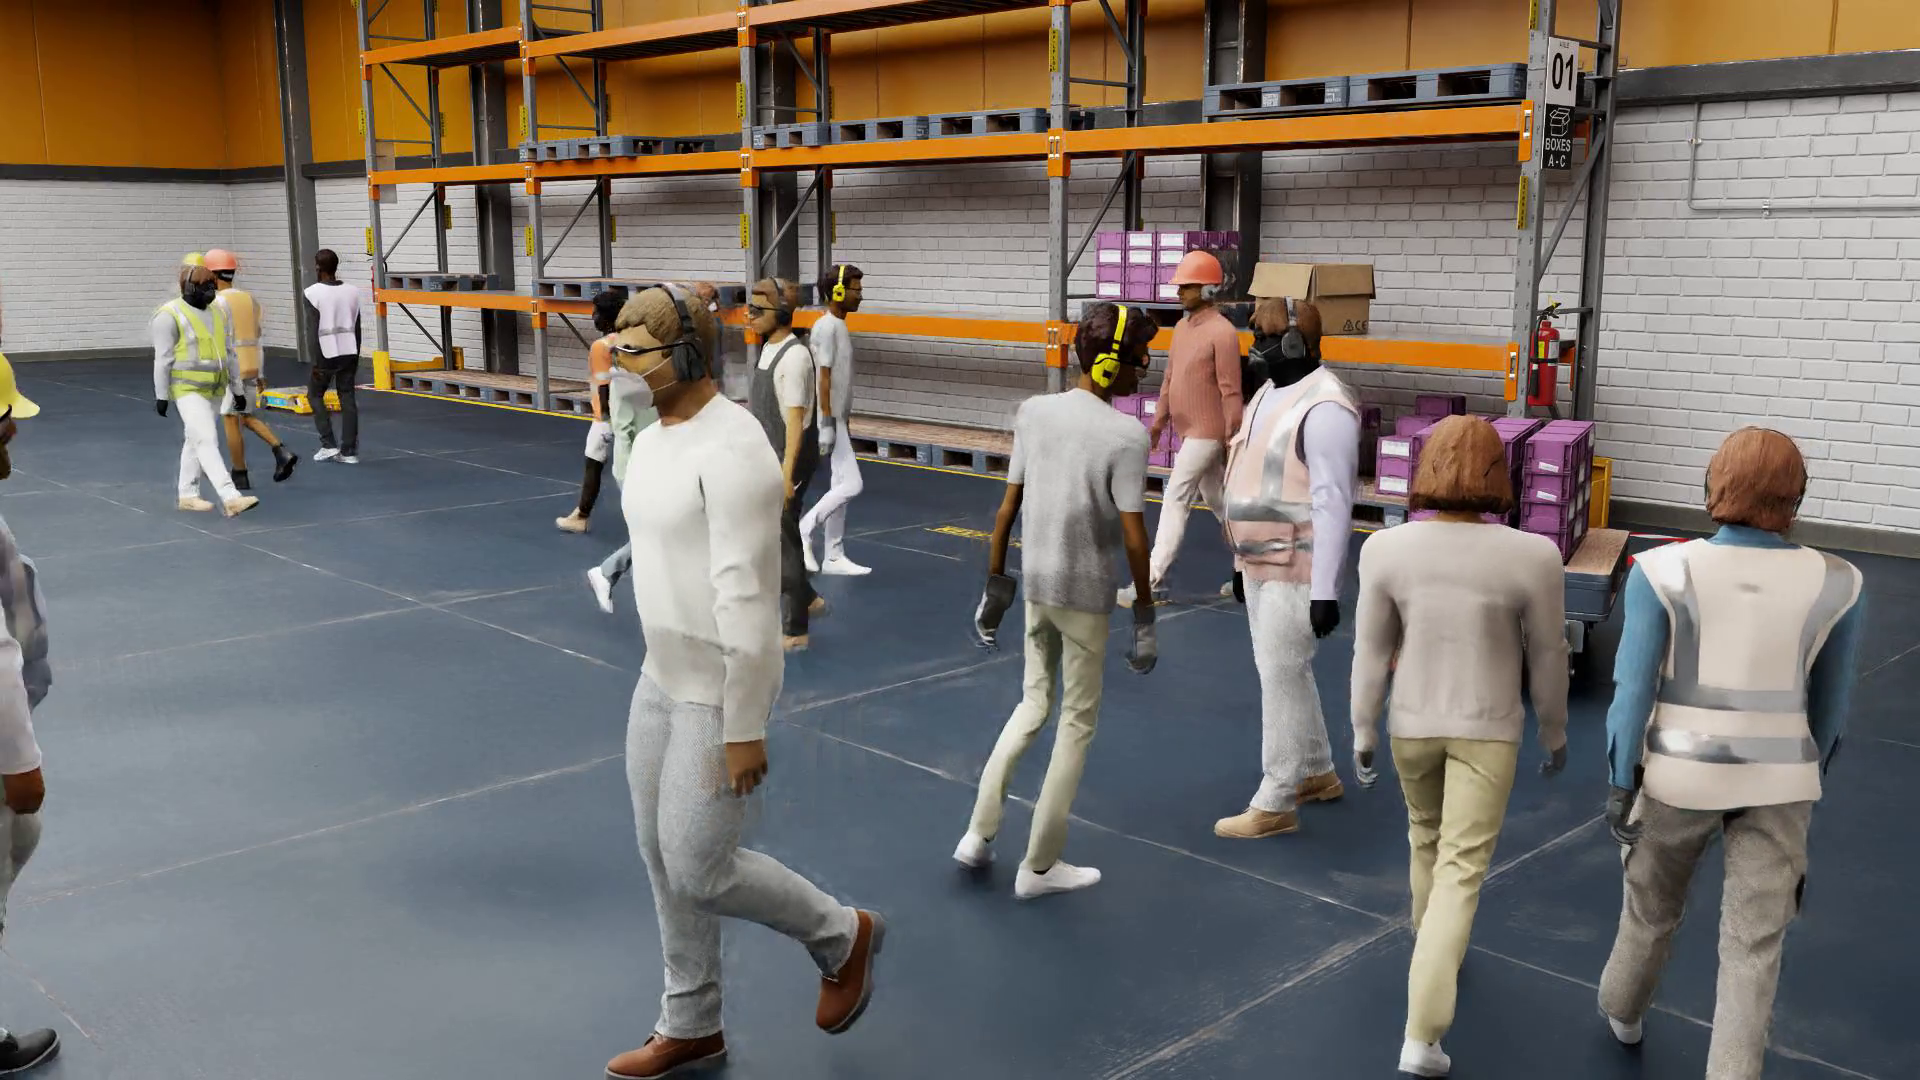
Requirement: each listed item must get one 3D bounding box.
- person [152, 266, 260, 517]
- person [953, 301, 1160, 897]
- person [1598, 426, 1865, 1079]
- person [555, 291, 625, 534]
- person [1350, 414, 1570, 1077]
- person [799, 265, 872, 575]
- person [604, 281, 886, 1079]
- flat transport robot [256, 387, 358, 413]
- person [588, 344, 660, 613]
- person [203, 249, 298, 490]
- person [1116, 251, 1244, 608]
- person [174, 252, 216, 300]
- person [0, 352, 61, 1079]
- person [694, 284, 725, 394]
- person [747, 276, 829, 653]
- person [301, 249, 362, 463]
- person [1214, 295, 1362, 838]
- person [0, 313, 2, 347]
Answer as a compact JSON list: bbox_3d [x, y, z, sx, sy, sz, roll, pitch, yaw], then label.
[{"bbox_3d":[-5.421,-1.070,12.056,0.933,1.795,0.636,3,11,16],"label":"person"},{"bbox_3d":[0.303,0.198,5.046,0.592,1.828,0.453,10,14,43],"label":"person"},{"bbox_3d":[1.721,0.540,3.785,0.520,1.592,0.845,2,11,13],"label":"person"},{"bbox_3d":[-2.308,-0.838,11.167,0.895,1.650,0.542,4,11,21],"label":"person"},{"bbox_3d":[1.226,0.482,4.149,0.501,1.592,0.861,7,13,34],"label":"person"},{"bbox_3d":[-0.755,-0.695,9.857,0.442,1.849,0.546,0,10,2],"label":"person"},{"bbox_3d":[-0.536,0.356,3.919,0.601,1.920,0.639,-6,12,-31],"label":"person"},{"bbox_3d":[-7.639,-1.641,19.315,1.431,0.197,0.652,10,14,43],"label":"flat transport robot"},{"bbox_3d":[-1.662,-0.327,8.489,0.548,1.616,0.501,3,11,15],"label":"person"},{"bbox_3d":[-5.698,-1.335,13.183,0.600,1.918,0.548,3,11,16],"label":"person"},{"bbox_3d":[1.325,-0.607,9.153,1.042,1.946,0.615,-2,11,-13],"label":"person"},{"bbox_3d":[-9.219,-2.556,20.088,0.600,1.817,0.562,4,11,21],"label":"person"},{"bbox_3d":[-2.325,0.421,3.874,0.608,1.812,0.421,10,14,43],"label":"person"},{"bbox_3d":[-2.150,-1.332,13.956,0.345,1.613,0.504,6,12,30],"label":"person"},{"bbox_3d":[-0.885,-0.349,8.024,0.402,1.827,0.535,-4,11,-22],"label":"person"},{"bbox_3d":[-5.615,-1.637,14.853,0.594,1.895,0.607,8,13,37],"label":"person"},{"bbox_3d":[1.115,0.088,5.673,0.448,1.844,0.637,-2,11,-10],"label":"person"},{"bbox_3d":[-11.022,-2.294,18.475,0.422,1.893,0.645,8,13,36],"label":"person"}]
